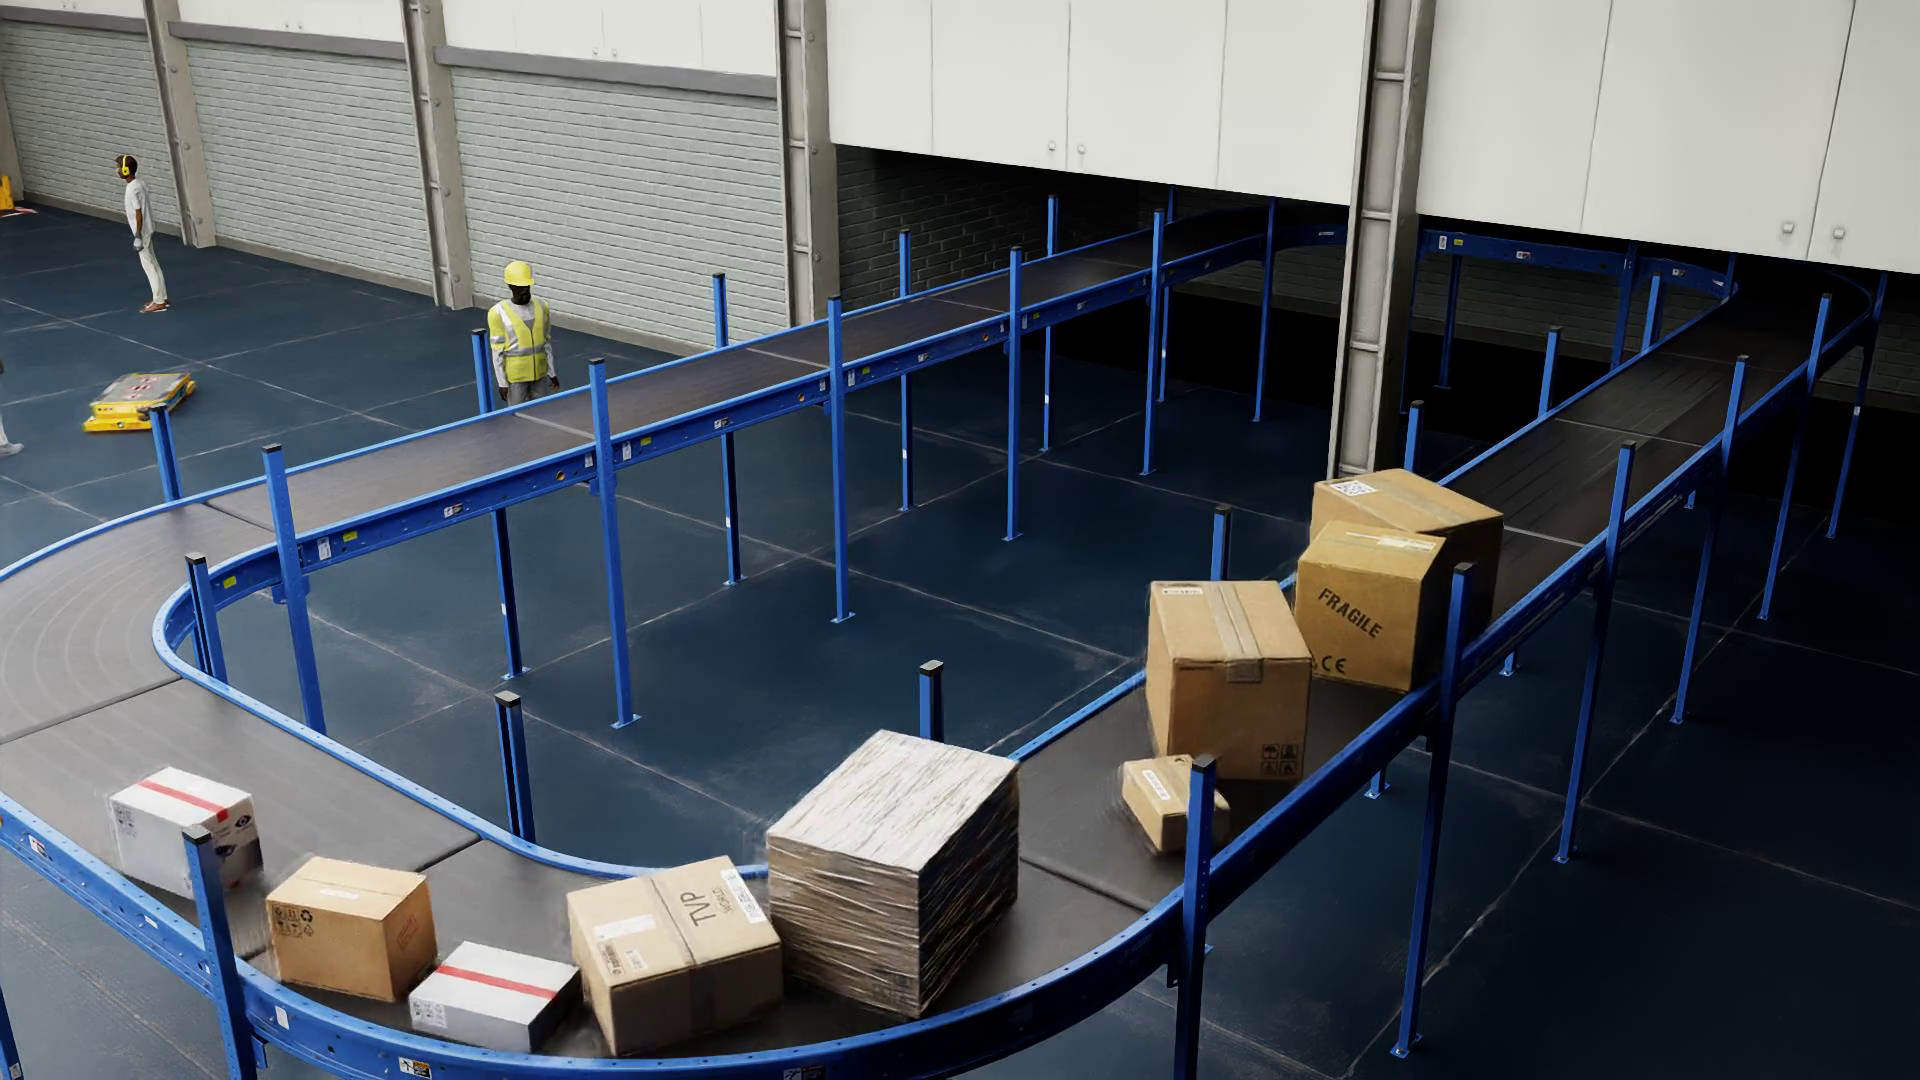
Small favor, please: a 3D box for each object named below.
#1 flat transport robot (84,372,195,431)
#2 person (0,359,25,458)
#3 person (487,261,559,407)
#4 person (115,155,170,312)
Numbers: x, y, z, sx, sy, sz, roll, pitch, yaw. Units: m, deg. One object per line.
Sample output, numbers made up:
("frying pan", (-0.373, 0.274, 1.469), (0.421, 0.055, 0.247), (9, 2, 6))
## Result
("flat transport robot", (-8.025, -1.378, 16.288), (0.652, 0.197, 1.431), (-4, 22, -9))
("person", (-8.780, -1.689, 14.846), (0.598, 1.939, 0.413), (13, 25, 29))
("person", (-3.690, -1.420, 14.170), (0.367, 1.928, 0.584), (18, 28, 38))
("person", (-9.833, -3.676, 19.980), (0.310, 1.868, 0.533), (-5, 22, -11))
